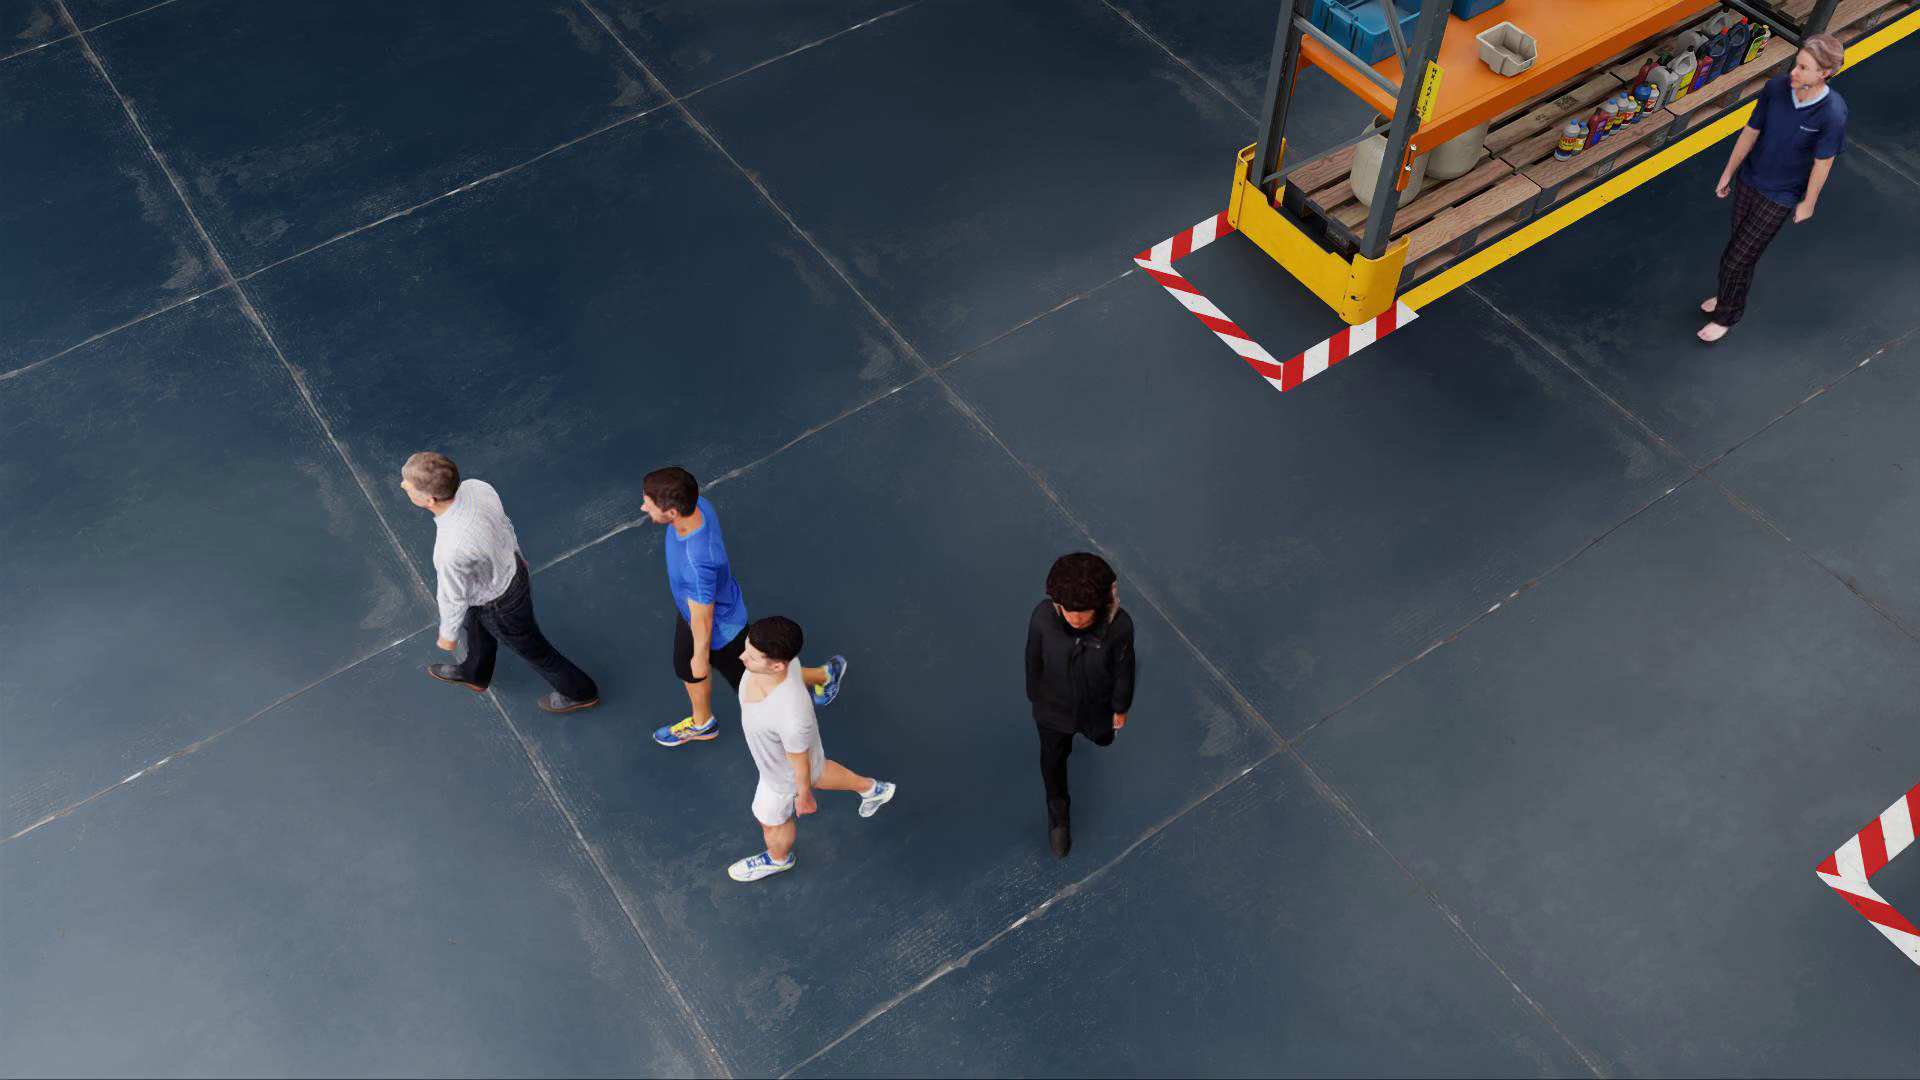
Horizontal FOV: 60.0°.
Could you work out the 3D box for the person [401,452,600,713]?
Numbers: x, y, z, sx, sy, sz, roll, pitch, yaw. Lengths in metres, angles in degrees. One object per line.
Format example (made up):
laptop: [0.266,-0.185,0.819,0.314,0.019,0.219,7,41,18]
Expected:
person: [-1.975,0.247,7.412,1.162,1.777,0.994,-4,52,-3]

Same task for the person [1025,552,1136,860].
person: [0.514,0.602,7.150,1.092,1.758,1.056,1,52,1]

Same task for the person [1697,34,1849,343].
person: [4.472,-1.959,9.075,0.741,1.848,0.705,-25,56,-18]

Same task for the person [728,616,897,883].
person: [-0.643,0.846,6.909,1.138,1.840,0.914,-12,53,-10]

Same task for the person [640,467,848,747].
person: [-0.990,0.329,7.312,1.243,1.835,0.849,-16,54,-12]
